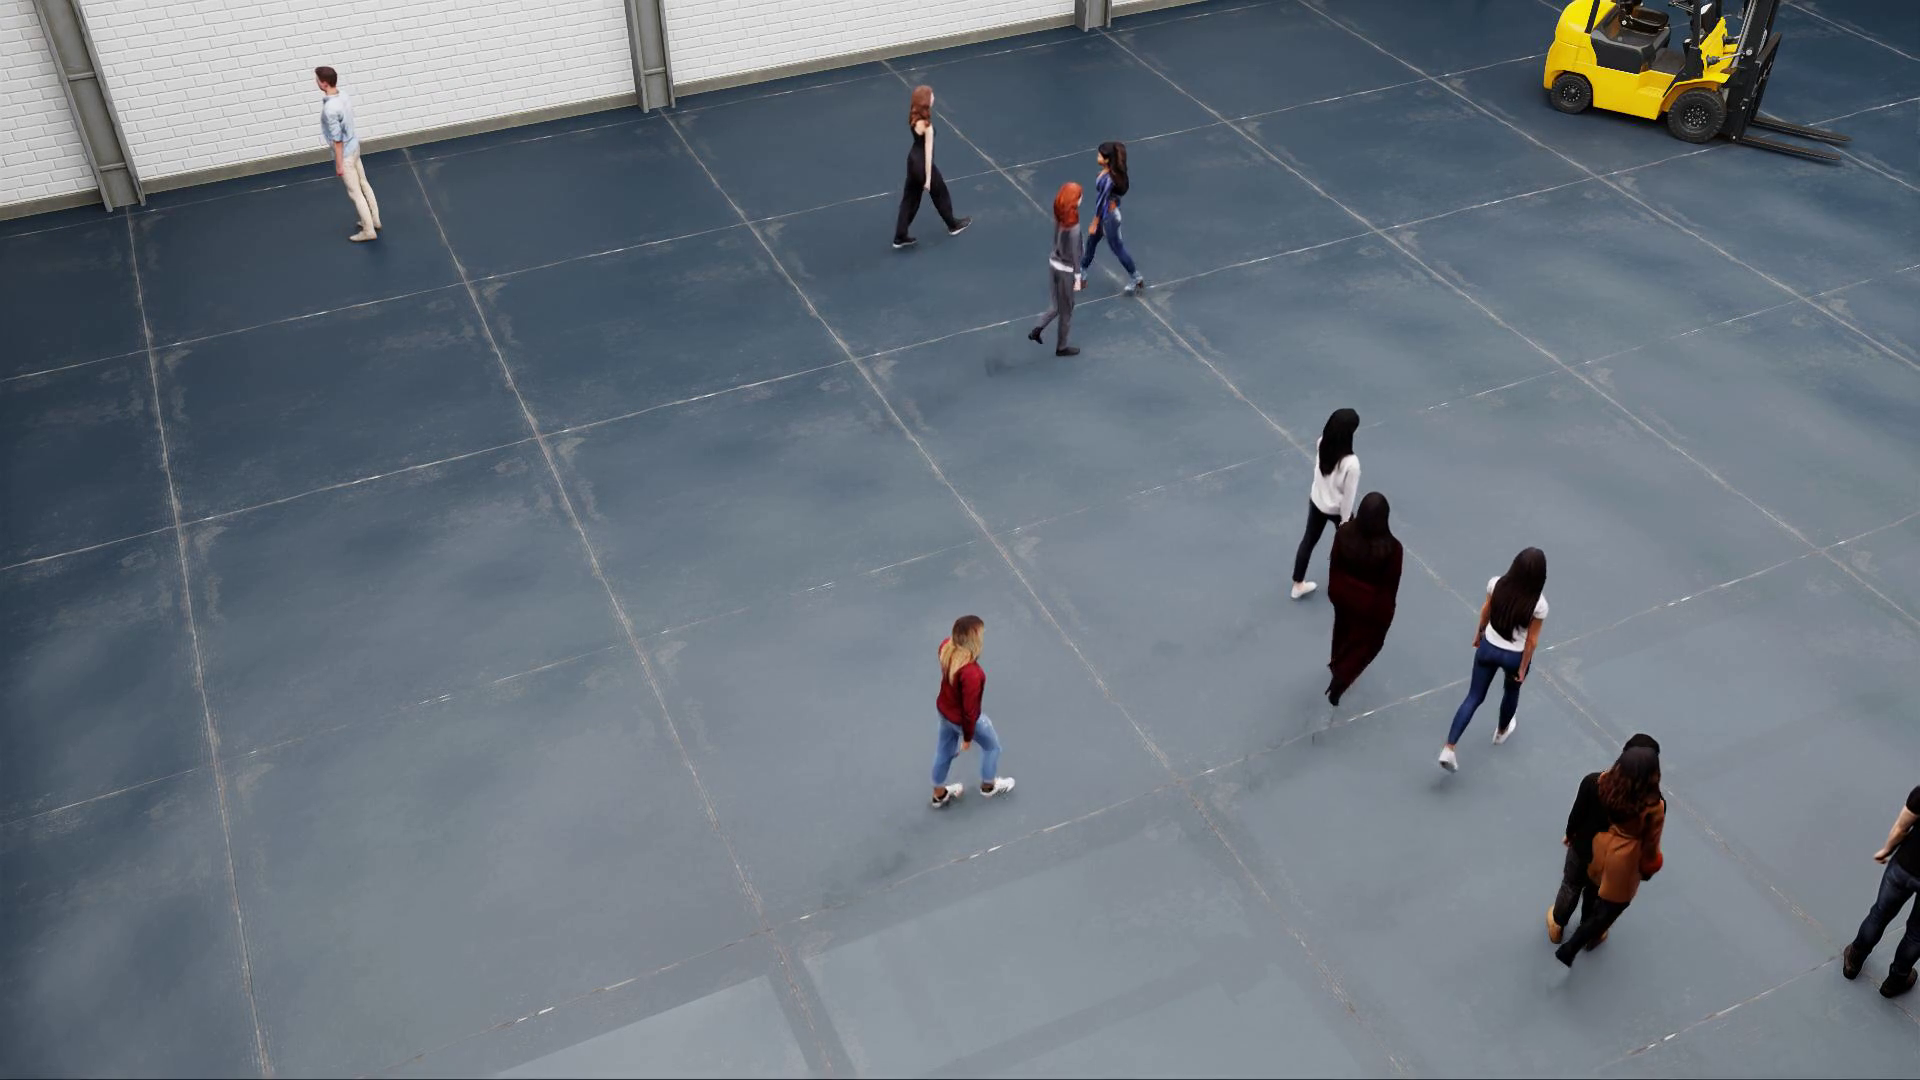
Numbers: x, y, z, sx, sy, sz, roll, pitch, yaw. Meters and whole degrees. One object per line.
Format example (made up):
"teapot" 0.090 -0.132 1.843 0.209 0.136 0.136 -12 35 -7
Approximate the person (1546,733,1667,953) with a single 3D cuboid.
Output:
"person" 3.847 1.808 9.902 0.719 1.723 0.759 16 41 19

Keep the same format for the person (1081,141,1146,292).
"person" 1.515 -3.091 16.144 1.119 1.588 0.911 2 39 3

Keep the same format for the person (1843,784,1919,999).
"person" 5.587 1.923 9.619 0.754 1.896 0.713 30 48 32

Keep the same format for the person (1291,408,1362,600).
"person" 2.714 -0.239 12.500 0.925 1.679 0.688 -22 44 -25

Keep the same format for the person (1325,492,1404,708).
"person" 2.760 0.454 11.587 0.882 1.737 1.001 26 45 29

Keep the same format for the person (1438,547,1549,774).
"person" 3.574 0.835 11.105 0.914 1.741 1.192 29 47 31

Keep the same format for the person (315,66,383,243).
"person" -6.277 -3.960 17.026 0.695 1.846 0.725 0 39 1

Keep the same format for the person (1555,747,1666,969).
"person" 3.840 1.891 9.813 1.023 1.704 0.842 -28 46 -30

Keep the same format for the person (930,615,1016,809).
"person" -0.058 1.164 10.797 0.850 1.612 0.702 -26 46 -29

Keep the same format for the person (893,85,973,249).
"person" -0.476 -3.745 16.876 1.118 1.697 0.677 -21 43 -24

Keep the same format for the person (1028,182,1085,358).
"person" 0.878 -2.414 15.152 0.721 1.768 0.617 -13 41 -16
